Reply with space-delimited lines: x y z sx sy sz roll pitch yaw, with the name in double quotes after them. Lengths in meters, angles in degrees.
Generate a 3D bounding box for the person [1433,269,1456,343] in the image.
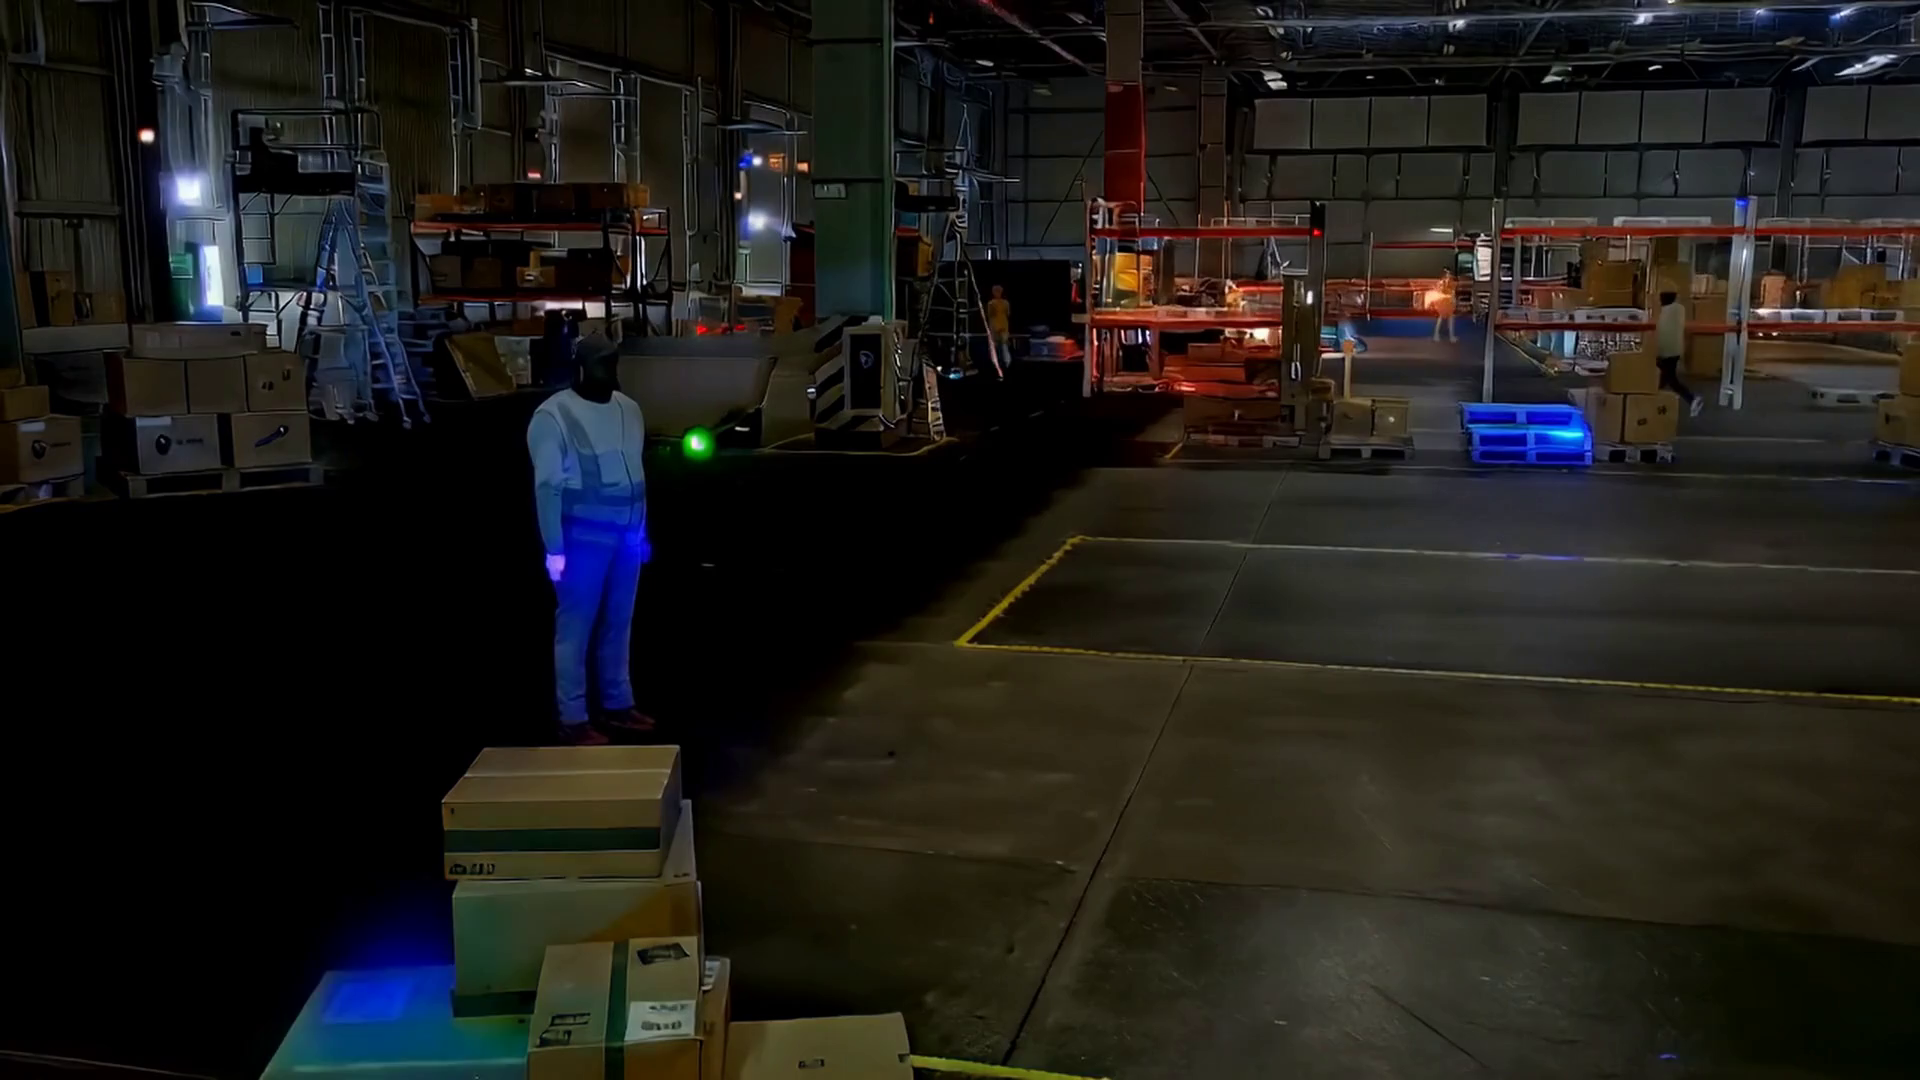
12.484 -6.028 42.830 0.558 1.891 0.977 -2 10 -10 "person"

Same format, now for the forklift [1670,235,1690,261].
21.129 -7.574 48.997 1.873 2.768 1.129 7 12 34 "forklift"

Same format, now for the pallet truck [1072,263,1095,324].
4.325 -8.180 55.162 0.823 1.965 1.885 6 11 31 "pallet truck"

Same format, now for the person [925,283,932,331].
-0.807 -7.176 49.526 0.435 1.913 0.552 -7 12 -37 "person"

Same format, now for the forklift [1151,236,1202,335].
5.867 -7.214 46.879 1.873 2.768 1.129 2 10 14 "forklift"

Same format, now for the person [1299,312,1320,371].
6.763 -4.113 31.985 0.485 1.739 0.320 -8 13 -40 "person"

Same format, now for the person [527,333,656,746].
-1.617 -0.003 7.472 0.429 1.842 0.636 6 12 33 "person"

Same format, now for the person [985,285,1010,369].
0.754 -4.194 32.723 0.529 1.651 0.908 -3 10 -19 "person"

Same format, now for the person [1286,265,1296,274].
12.746 -9.562 63.565 0.806 1.902 0.649 -4 10 -23 "person"

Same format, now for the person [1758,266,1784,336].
22.640 -6.672 46.456 0.638 1.937 0.357 1 10 7 "person"

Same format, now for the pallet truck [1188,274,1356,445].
3.653 -2.138 19.590 1.885 1.965 0.823 -4 10 -20 "pallet truck"

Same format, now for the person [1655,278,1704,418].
9.524 -2.524 22.153 0.591 1.907 0.713 -9 13 -44 "person"
